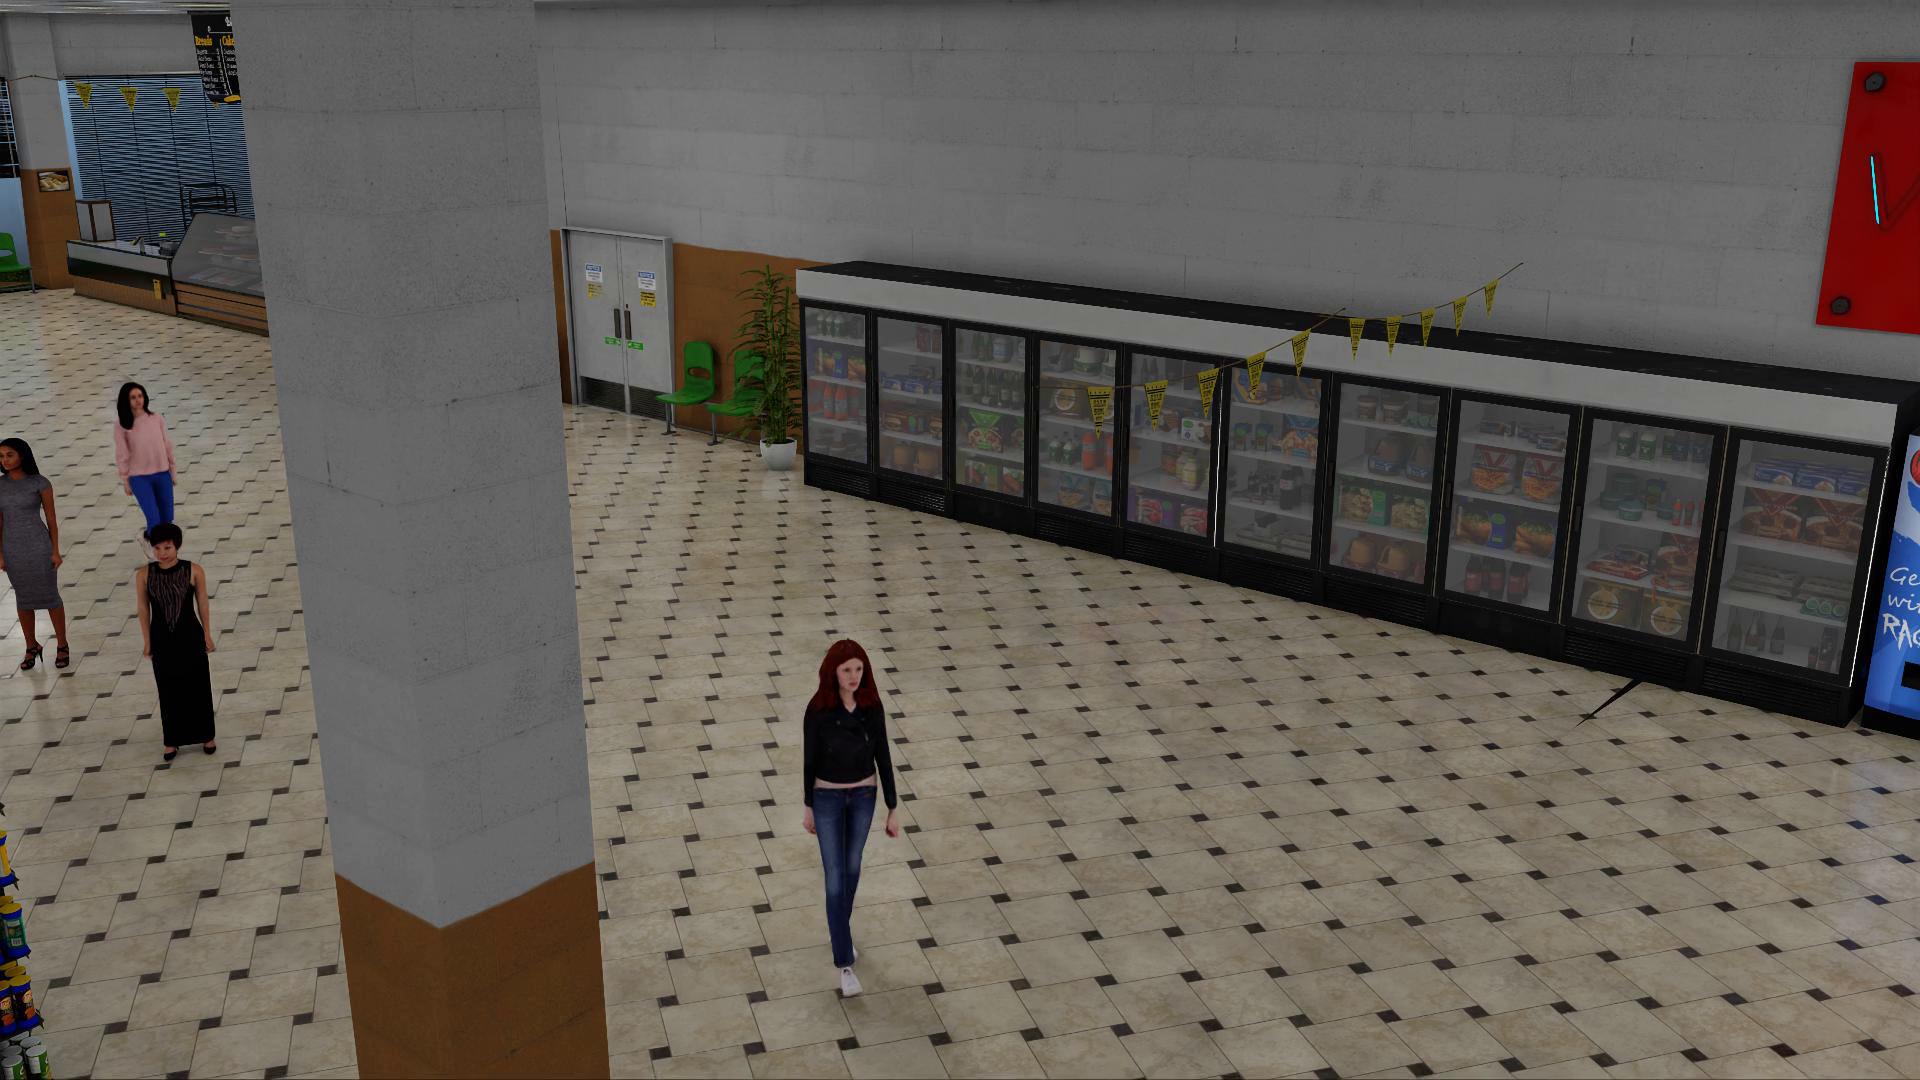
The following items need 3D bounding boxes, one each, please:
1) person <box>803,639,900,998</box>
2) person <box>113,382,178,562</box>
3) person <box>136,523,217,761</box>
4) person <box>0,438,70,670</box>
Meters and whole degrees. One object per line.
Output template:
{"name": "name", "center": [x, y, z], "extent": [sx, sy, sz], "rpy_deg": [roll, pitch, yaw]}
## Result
{"name": "person", "center": [-0.598, 1.330, 8.438], "extent": [1.022, 1.769, 0.970], "rpy_deg": [-6, 18, -18]}
{"name": "person", "center": [-7.145, -0.530, 14.602], "extent": [0.712, 1.747, 0.919], "rpy_deg": [15, 22, 40]}
{"name": "person", "center": [-5.152, 0.650, 10.957], "extent": [0.598, 1.606, 0.714], "rpy_deg": [-7, 18, -21]}
{"name": "person", "center": [-6.956, 0.105, 12.451], "extent": [0.665, 1.781, 0.728], "rpy_deg": [-2, 17, -6]}
